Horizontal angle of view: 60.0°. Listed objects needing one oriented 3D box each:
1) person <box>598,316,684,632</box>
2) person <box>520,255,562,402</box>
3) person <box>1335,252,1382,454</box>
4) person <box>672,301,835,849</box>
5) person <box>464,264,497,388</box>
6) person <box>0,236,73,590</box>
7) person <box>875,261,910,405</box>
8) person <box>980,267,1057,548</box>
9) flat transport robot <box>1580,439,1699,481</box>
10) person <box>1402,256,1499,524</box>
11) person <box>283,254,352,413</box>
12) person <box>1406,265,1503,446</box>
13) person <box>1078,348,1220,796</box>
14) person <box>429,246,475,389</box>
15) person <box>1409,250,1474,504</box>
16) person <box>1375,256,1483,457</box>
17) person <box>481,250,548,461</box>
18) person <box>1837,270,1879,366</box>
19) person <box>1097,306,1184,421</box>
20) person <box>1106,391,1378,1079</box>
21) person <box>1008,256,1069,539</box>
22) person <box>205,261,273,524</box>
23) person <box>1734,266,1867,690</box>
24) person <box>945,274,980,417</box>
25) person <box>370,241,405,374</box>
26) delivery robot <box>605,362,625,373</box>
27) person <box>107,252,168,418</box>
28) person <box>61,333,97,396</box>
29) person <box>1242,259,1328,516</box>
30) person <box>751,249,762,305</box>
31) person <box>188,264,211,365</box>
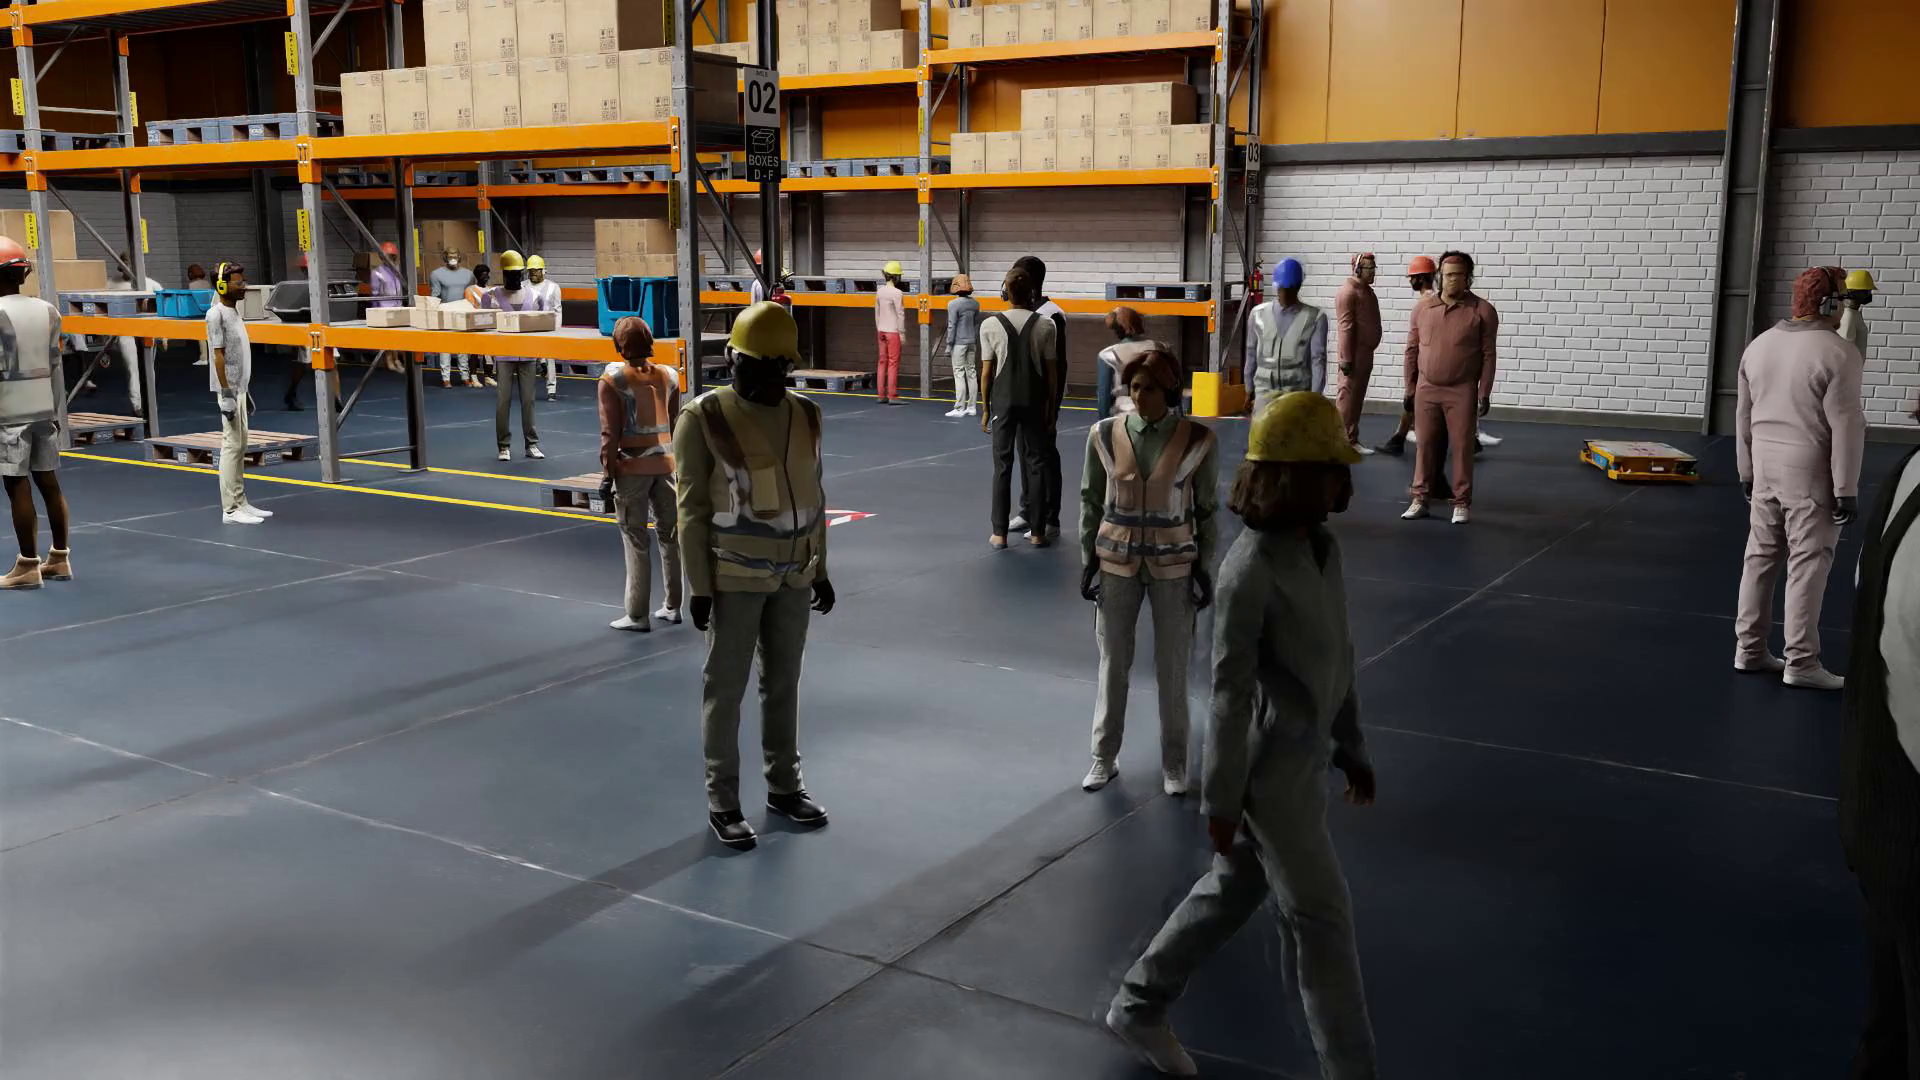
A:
[{"bbox_3d":[-1.650,-0.339,8.629,0.315,1.636,0.515,9,13,40],"label":"person"},{"bbox_3d":[-5.284,-2.639,20.829,0.590,1.833,0.404,-1,10,-4],"label":"person"},{"bbox_3d":[3.734,-1.724,15.554,0.401,1.906,0.650,7,12,32],"label":"person"},{"bbox_3d":[-0.669,0.110,5.630,0.589,1.822,0.403,-9,14,-42],"label":"person"},{"bbox_3d":[-6.566,-2.939,22.877,0.317,1.692,0.537,7,12,34],"label":"person"},{"bbox_3d":[-5.478,-0.729,9.663,0.371,2.044,0.608,2,10,12],"label":"person"},{"bbox_3d":[-0.833,-2.547,20.505,0.326,1.767,0.533,-8,13,-36],"label":"person"},{"bbox_3d":[0.383,-0.859,10.932,0.507,1.846,0.345,0,10,-1],"label":"person"},{"bbox_3d":[5.862,-0.696,14.394,0.652,0.197,1.431,2,10,9],"label":"flat transport robot"},{"bbox_3d":[3.490,-1.072,11.937,0.652,1.908,0.409,6,12,32],"label":"person"},{"bbox_3d":[-7.620,-2.440,19.544,0.963,1.900,0.553,6,12,29],"label":"person"},{"bbox_3d":[4.860,-1.837,16.465,1.015,1.810,0.524,7,13,36],"label":"person"},{"bbox_3d":[0.685,0.119,6.087,0.512,1.638,0.312,3,11,14],"label":"person"},{"bbox_3d":[-6.926,-3.046,22.795,0.635,1.936,0.352,-7,12,-34],"label":"person"},{"bbox_3d":[3.734,-1.254,12.828,0.420,1.948,0.624,5,11,24],"label":"person"},{"bbox_3d":[4.449,-1.702,15.567,1.005,1.879,0.579,7,13,35],"label":"person"},{"bbox_3d":[-4.094,-1.695,15.338,0.589,1.927,0.368,-6,12,-30],"label":"person"},{"bbox_3d":[7.549,-1.393,14.115,0.313,1.768,0.527,6,12,28],"label":"person"},{"bbox_3d":[1.196,-0.771,11.159,0.565,1.575,0.850,-3,11,-15],"label":"person"},{"bbox_3d":[0.701,0.504,3.778,0.887,1.706,0.491,6,12,29],"label":"person"},{"bbox_3d":[0.522,-0.970,11.351,0.391,1.916,0.590,-6,12,-29],"label":"person"},{"bbox_3d":[-5.187,-1.050,11.923,0.329,1.872,0.508,-2,10,-10],"label":"person"},{"bbox_3d":[3.837,-0.282,7.565,0.407,1.906,0.655,-3,11,-18],"label":"person"},{"bbox_3d":[0.026,-2.232,19.129,0.279,1.633,0.504,9,14,41],"label":"person"},{"bbox_3d":[-8.706,-3.550,25.408,0.956,2.015,0.603,10,14,44],"label":"person"},{"bbox_3d":[-4.339,-2.103,21.142,0.477,0.478,0.707,-2,10,-13],"label":"delivery robot"},{"bbox_3d":[-9.348,-2.313,18.887,0.647,1.885,1.009,-5,11,-26],"label":"person"},{"bbox_3d":[-11.501,-2.655,21.429,0.878,1.639,0.543,9,14,42],"label":"person"},{"bbox_3d":[2.313,-1.064,11.954,0.620,1.879,1.031,4,11,22],"label":"person"},{"bbox_3d":[-2.127,-2.251,18.374,0.340,1.942,0.551,-3,11,-14],"label":"person"},{"bbox_3d":[-12.344,-3.658,27.026,0.279,1.633,0.499,2,11,13],"label":"person"}]
